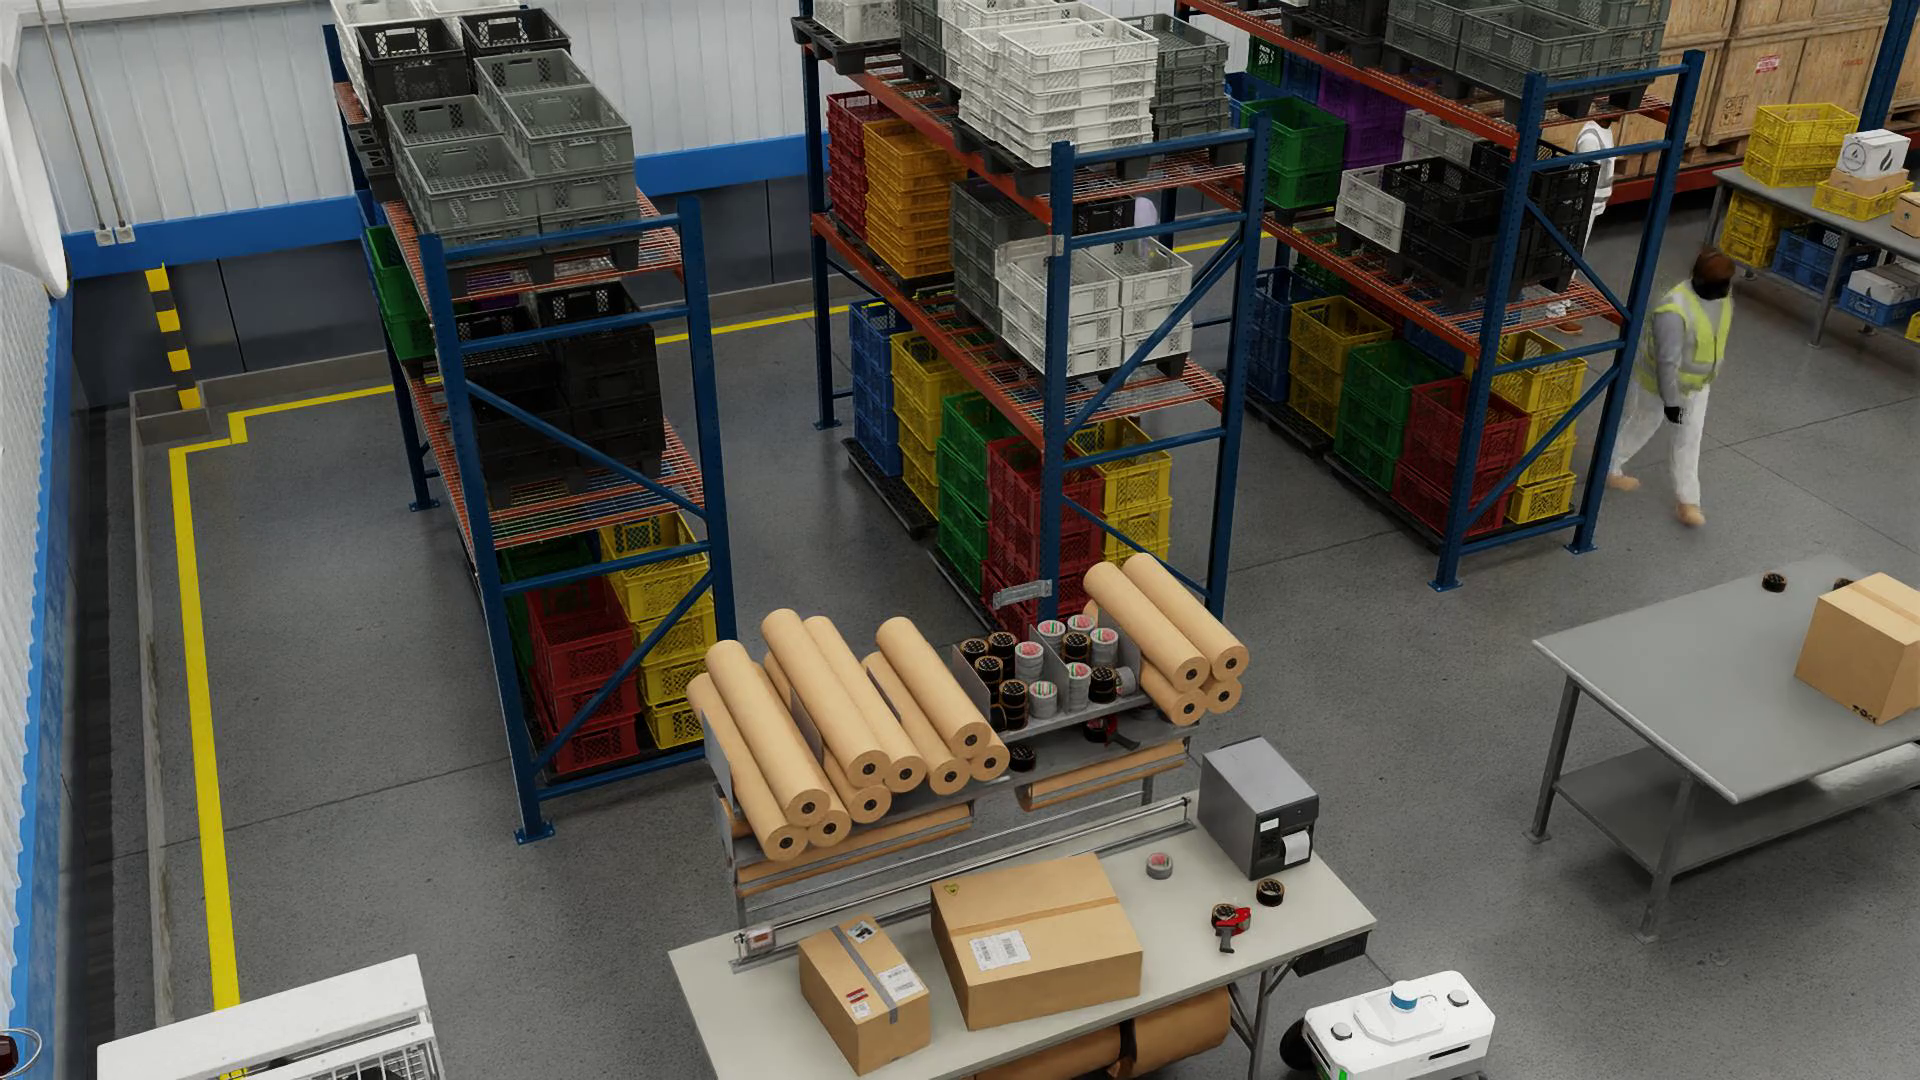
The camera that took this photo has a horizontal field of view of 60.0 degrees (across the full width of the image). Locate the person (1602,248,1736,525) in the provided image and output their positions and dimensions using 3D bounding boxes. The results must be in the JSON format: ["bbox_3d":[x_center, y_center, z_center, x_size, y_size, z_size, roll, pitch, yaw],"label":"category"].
[{"bbox_3d":[4.352,-0.969,10.101,0.658,1.781,0.811,-16,35,-24],"label":"person"}]

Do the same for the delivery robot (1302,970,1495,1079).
[{"bbox_3d":[1.702,1.921,6.470,0.707,0.478,0.477,-10,33,-16],"label":"delivery robot"}]

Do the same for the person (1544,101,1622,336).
[{"bbox_3d":[4.682,-2.482,12.449,0.347,1.882,0.584,14,34,21],"label":"person"}]

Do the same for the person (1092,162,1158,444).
[{"bbox_3d":[1.050,-1.549,10.881,0.375,1.939,0.628,17,36,26],"label":"person"}]
